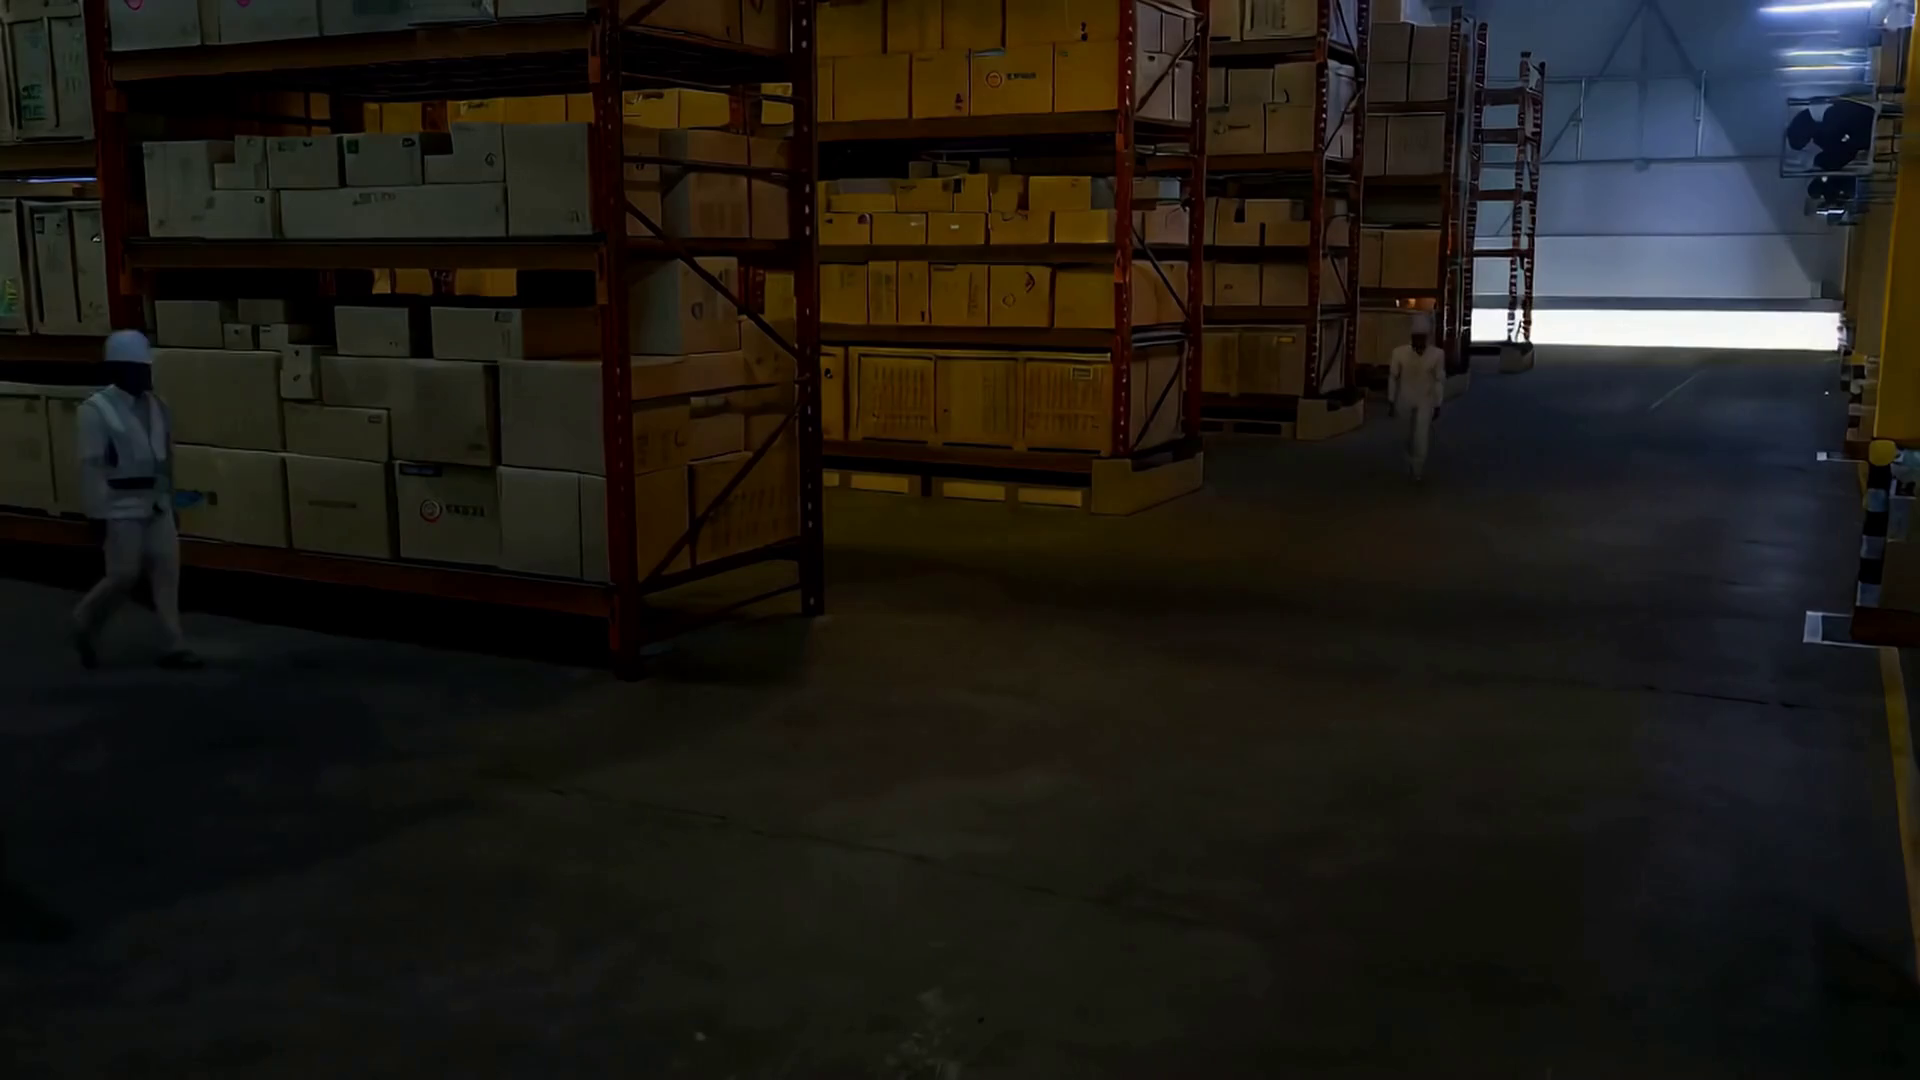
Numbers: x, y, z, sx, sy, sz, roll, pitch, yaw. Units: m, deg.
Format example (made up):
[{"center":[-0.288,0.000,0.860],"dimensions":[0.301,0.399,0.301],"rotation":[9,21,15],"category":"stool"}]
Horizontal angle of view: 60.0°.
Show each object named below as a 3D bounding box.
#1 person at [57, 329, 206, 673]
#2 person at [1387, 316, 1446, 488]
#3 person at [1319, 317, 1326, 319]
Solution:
[{"center":[-4.629,-0.197,9.174],"dimensions":[0.724,1.928,0.619],"rotation":[3,10,16],"category":"person"},{"center":[4.621,-1.420,16.867],"dimensions":[0.556,1.714,0.892],"rotation":[3,10,19],"category":"person"},{"center":[5.000,-2.816,24.444],"dimensions":[0.666,1.873,0.800],"rotation":[-5,11,-29],"category":"person"}]
